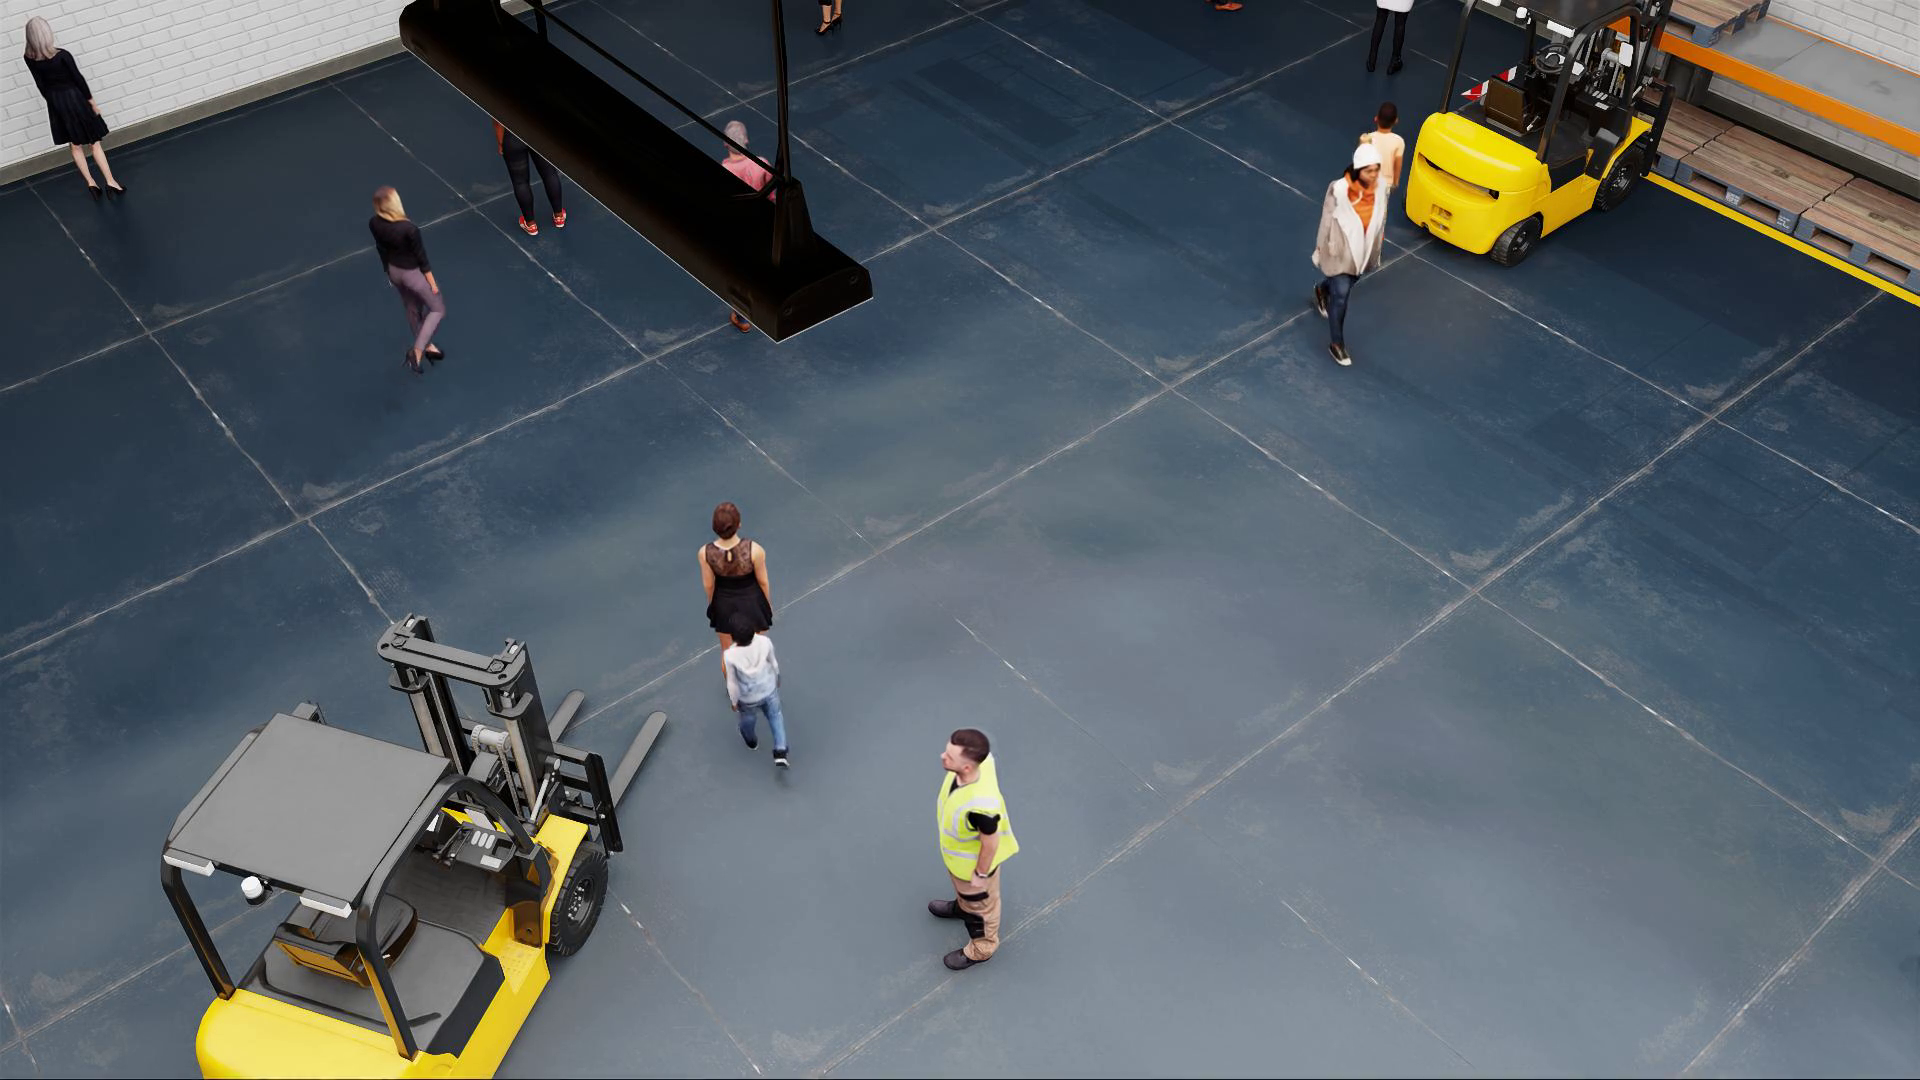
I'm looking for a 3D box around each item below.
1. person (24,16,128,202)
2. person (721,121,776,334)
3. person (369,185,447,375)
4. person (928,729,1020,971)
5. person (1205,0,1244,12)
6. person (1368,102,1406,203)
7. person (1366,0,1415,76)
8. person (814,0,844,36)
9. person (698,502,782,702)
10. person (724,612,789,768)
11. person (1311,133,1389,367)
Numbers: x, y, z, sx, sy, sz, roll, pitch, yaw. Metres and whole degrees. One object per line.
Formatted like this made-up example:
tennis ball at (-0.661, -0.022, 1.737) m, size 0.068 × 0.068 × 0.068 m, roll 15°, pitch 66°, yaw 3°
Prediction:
person at (-7.913, -3.840, 14.819) m, size 0.706 × 1.746 × 0.746 m, roll -2°, pitch 44°, yaw -2°
person at (-1.727, -2.509, 13.362) m, size 0.747 × 1.829 × 0.651 m, roll -17°, pitch 46°, yaw -17°
person at (-4.303, -1.969, 12.916) m, size 0.810 × 1.663 × 0.844 m, roll 15°, pitch 46°, yaw 15°
person at (0.054, 1.641, 8.994) m, size 0.902 × 1.845 × 0.823 m, roll -6°, pitch 44°, yaw -6°
person at (2.843, -6.525, 17.607) m, size 0.769 × 1.789 × 0.606 m, roll -15°, pitch 46°, yaw -15°
person at (3.532, -2.988, 14.139) m, size 0.664 × 1.451 × 0.730 m, roll 10°, pitch 45°, yaw 11°
person at (4.338, -5.523, 16.541) m, size 0.607 × 1.807 × 0.741 m, roll 16°, pitch 46°, yaw 16°
person at (-1.410, -6.108, 17.119) m, size 0.629 × 1.858 × 0.685 m, roll 23°, pitch 48°, yaw 23°
person at (-1.387, 0.404, 10.417) m, size 0.680 × 1.673 × 0.726 m, roll -2°, pitch 44°, yaw -2°
person at (-1.235, 0.926, 10.176) m, size 0.628 × 1.250 × 0.813 m, roll -17°, pitch 46°, yaw -17°
person at (3.057, -2.393, 13.222) m, size 0.986 × 1.854 × 1.272 m, roll -13°, pitch 45°, yaw -13°
